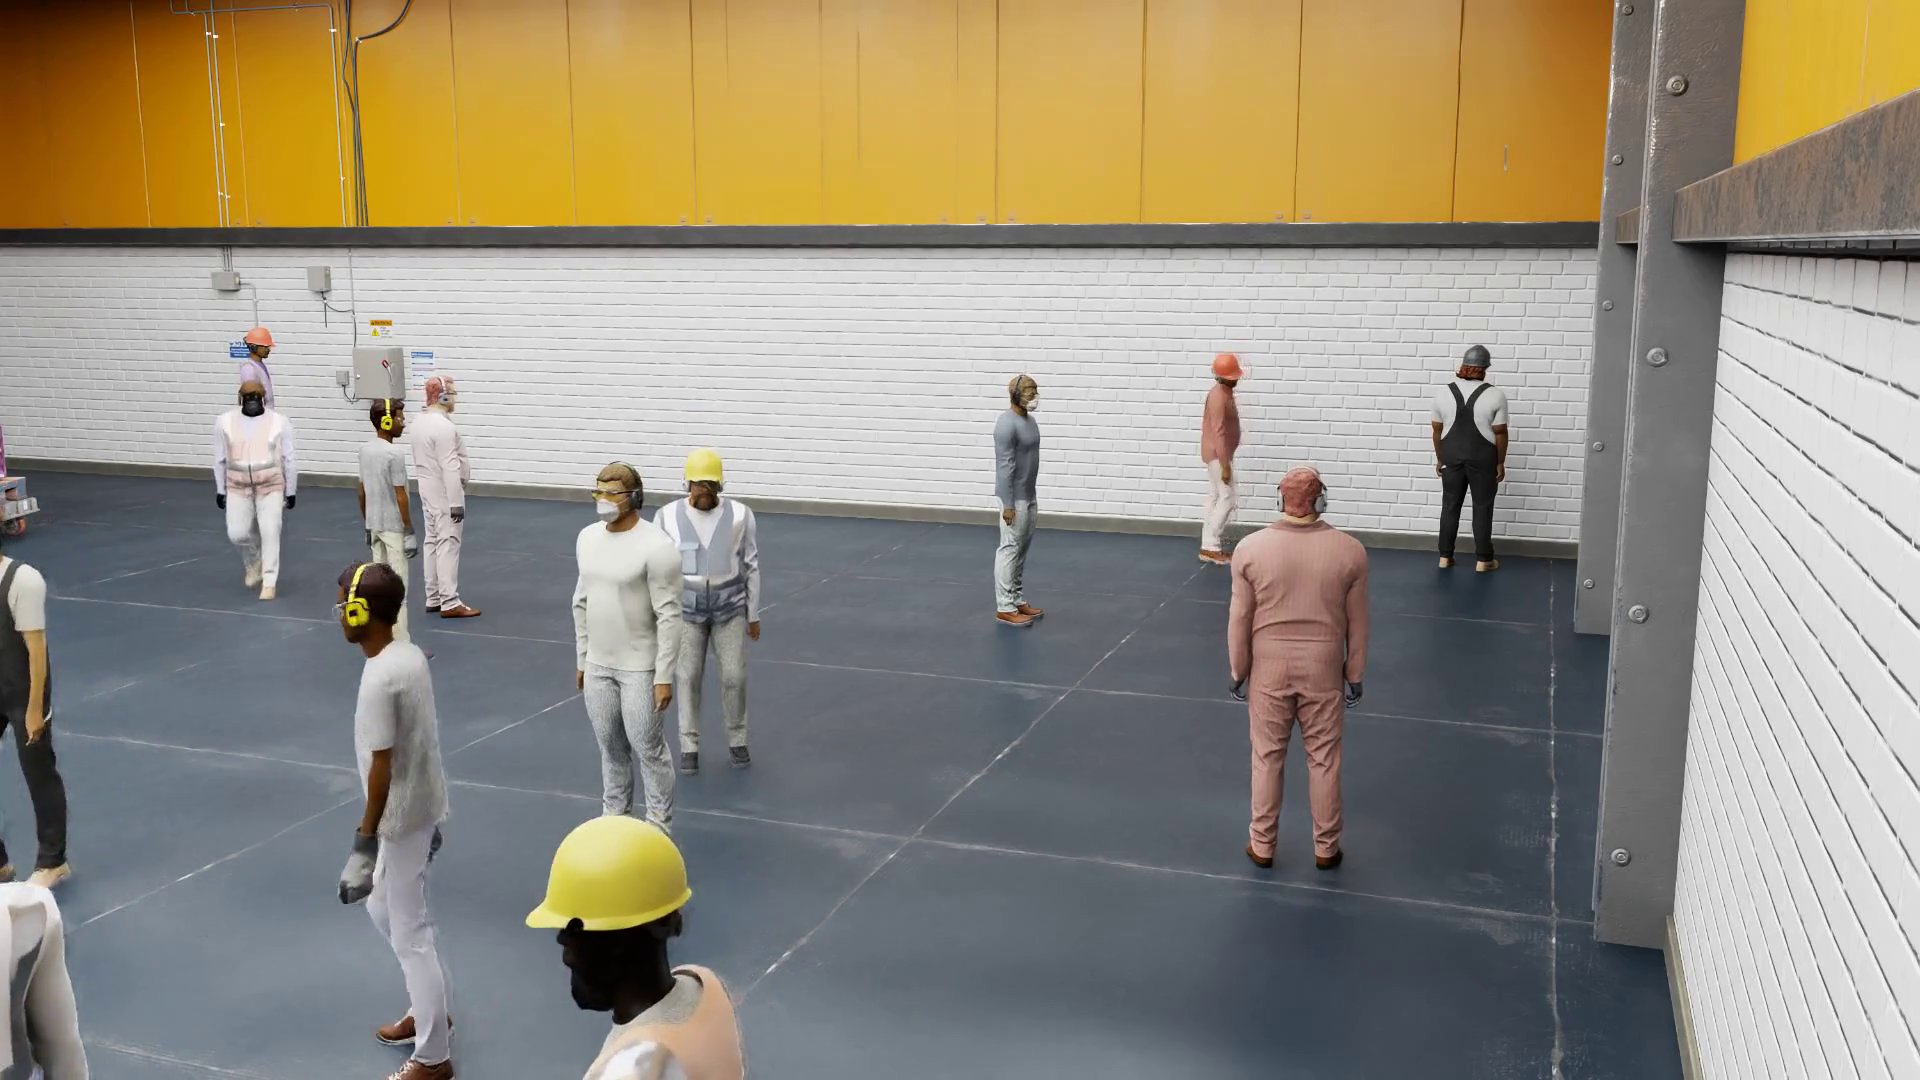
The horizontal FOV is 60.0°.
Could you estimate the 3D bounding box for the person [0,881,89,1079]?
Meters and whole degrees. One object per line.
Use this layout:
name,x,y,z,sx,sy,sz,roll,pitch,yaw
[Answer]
person,-2.121,1.383,3.536,0.685,1.865,0.574,8,13,37

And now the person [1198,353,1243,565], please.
person,2.397,-0.745,15.332,0.377,1.962,0.659,1,10,6

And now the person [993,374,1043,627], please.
person,0.455,-0.314,12.875,0.356,1.936,0.638,4,11,19

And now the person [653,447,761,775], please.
person,-1.408,0.386,9.243,0.605,1.828,0.404,-2,10,-10

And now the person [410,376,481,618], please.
person,-4.056,-0.340,13.119,0.407,1.904,0.655,-8,13,-37

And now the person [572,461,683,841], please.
person,-1.564,0.595,7.758,0.634,1.939,0.367,7,12,33

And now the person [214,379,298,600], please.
person,-5.825,-0.425,13.798,0.652,1.831,0.489,-2,10,-13

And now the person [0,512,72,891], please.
person,-4.249,0.726,7.351,0.536,1.826,0.607,2,10,9

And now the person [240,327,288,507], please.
person,-7.673,-1.320,18.300,0.405,2.030,0.611,-2,10,-11

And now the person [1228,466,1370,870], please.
person,1.582,0.601,7.819,0.646,1.904,0.401,2,10,8

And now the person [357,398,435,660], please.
person,-3.994,-0.061,11.668,0.520,1.865,0.332,8,13,37

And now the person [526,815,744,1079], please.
person,-0.586,1.437,3.064,0.393,1.919,0.605,1,10,5

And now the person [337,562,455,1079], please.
person,-1.974,0.997,5.812,0.432,1.852,0.608,-2,10,-10

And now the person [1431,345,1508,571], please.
person,4.620,-0.745,15.017,0.682,2.000,0.537,7,12,34
